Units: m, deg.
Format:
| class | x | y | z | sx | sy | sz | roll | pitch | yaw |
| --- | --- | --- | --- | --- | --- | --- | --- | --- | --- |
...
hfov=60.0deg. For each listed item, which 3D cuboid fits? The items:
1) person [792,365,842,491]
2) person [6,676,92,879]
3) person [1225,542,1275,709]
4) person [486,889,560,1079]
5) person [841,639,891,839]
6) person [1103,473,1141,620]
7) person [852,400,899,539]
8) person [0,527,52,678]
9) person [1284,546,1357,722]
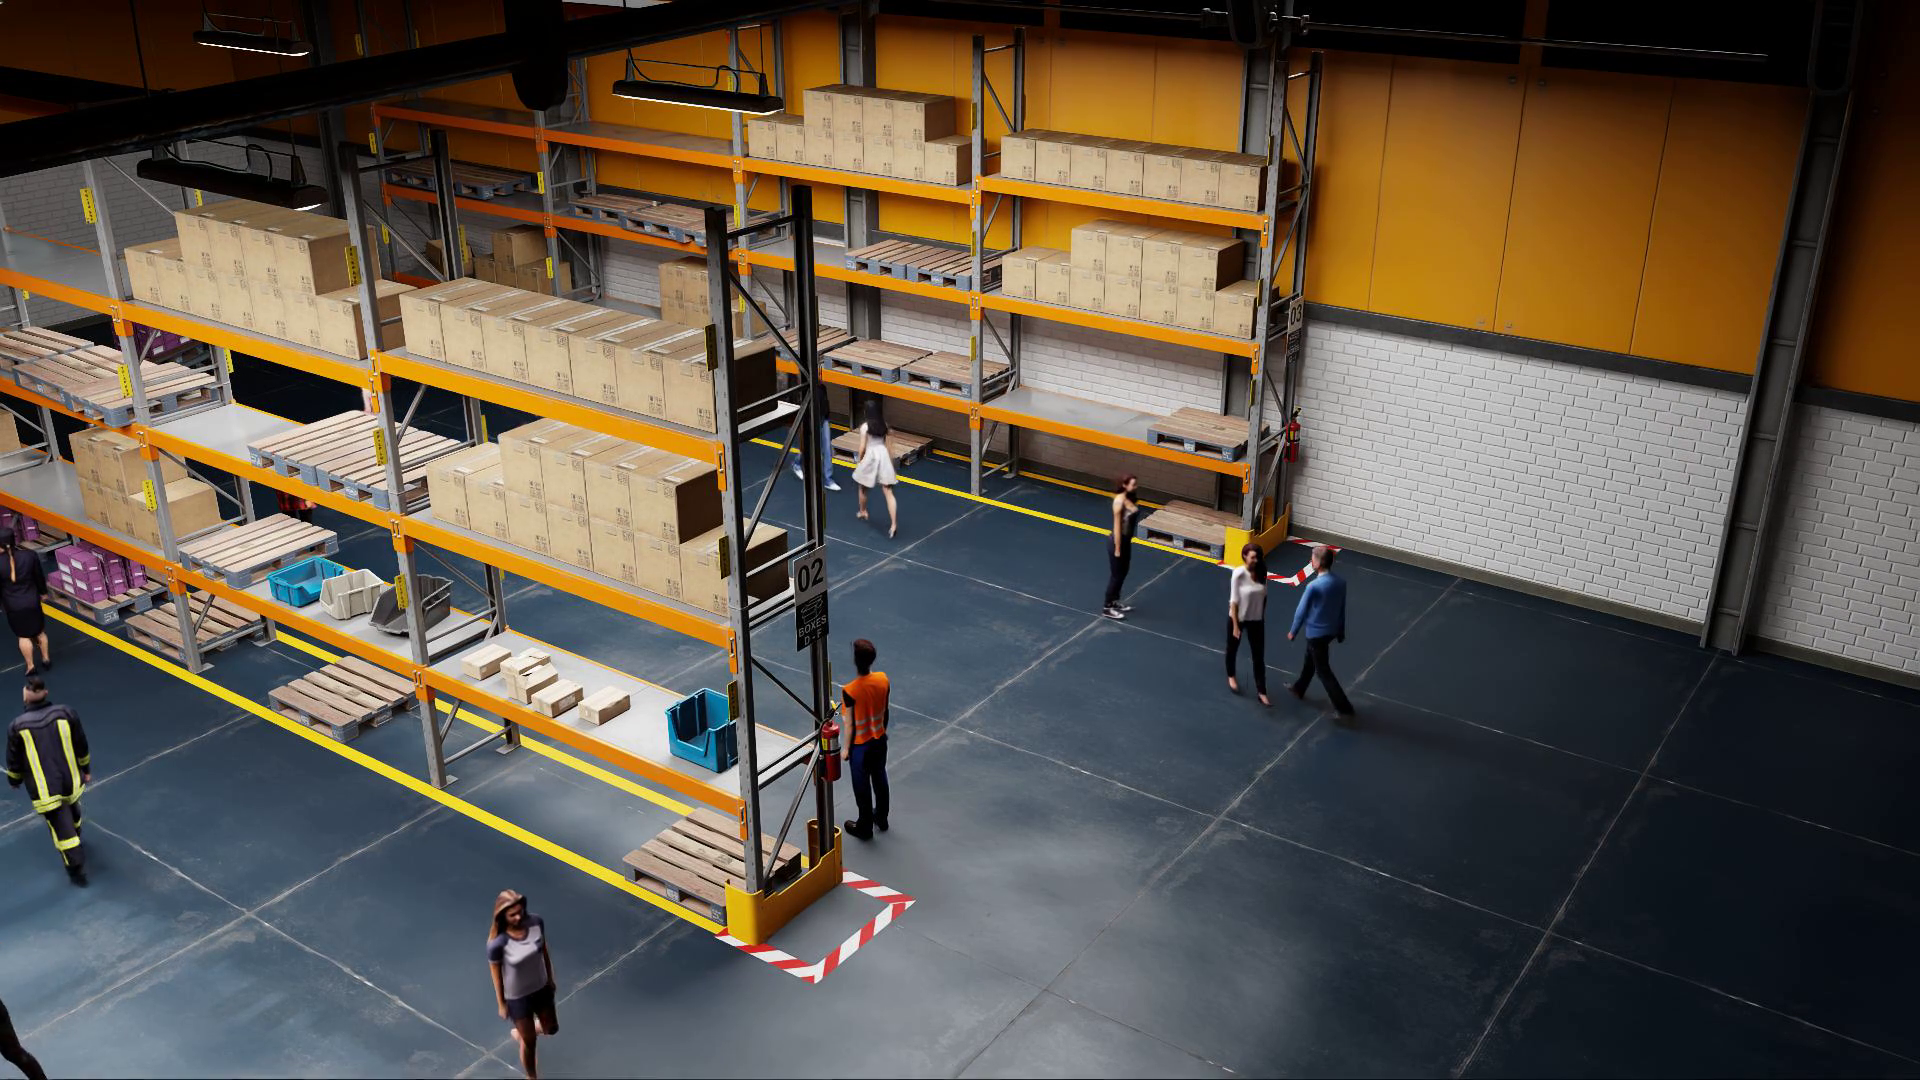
| class | x | y | z | sx | sy | sz | roll | pitch | yaw |
| --- | --- | --- | --- | --- | --- | --- | --- | --- | --- |
| person | -2.000 | -1.541 | 22.486 | 1.180 | 1.715 | 0.720 | 21 | 31 | 39 |
| person | -7.699 | 2.041 | 14.158 | 1.196 | 1.822 | 0.868 | 21 | 31 | 39 |
| person | 2.872 | 0.813 | 17.050 | 0.989 | 1.757 | 1.116 | -8 | 25 | -17 |
| person | -3.114 | 3.149 | 11.759 | 0.838 | 1.713 | 0.687 | 21 | 31 | 39 |
| person | -0.826 | 1.755 | 14.733 | 0.734 | 1.886 | 0.686 | -21 | 31 | -40 |
| person | 1.790 | 0.048 | 18.795 | 0.641 | 1.759 | 0.656 | 9 | 25 | 20 |
| person | -1.033 | -0.854 | 20.916 | 0.918 | 1.715 | 1.178 | -12 | 26 | -25 |
| person | -9.870 | 0.665 | 17.490 | 0.650 | 1.674 | 0.728 | 20 | 30 | 37 |
| person | 3.693 | 0.966 | 16.688 | 0.952 | 1.765 | 1.292 | -16 | 28 | -33 |
